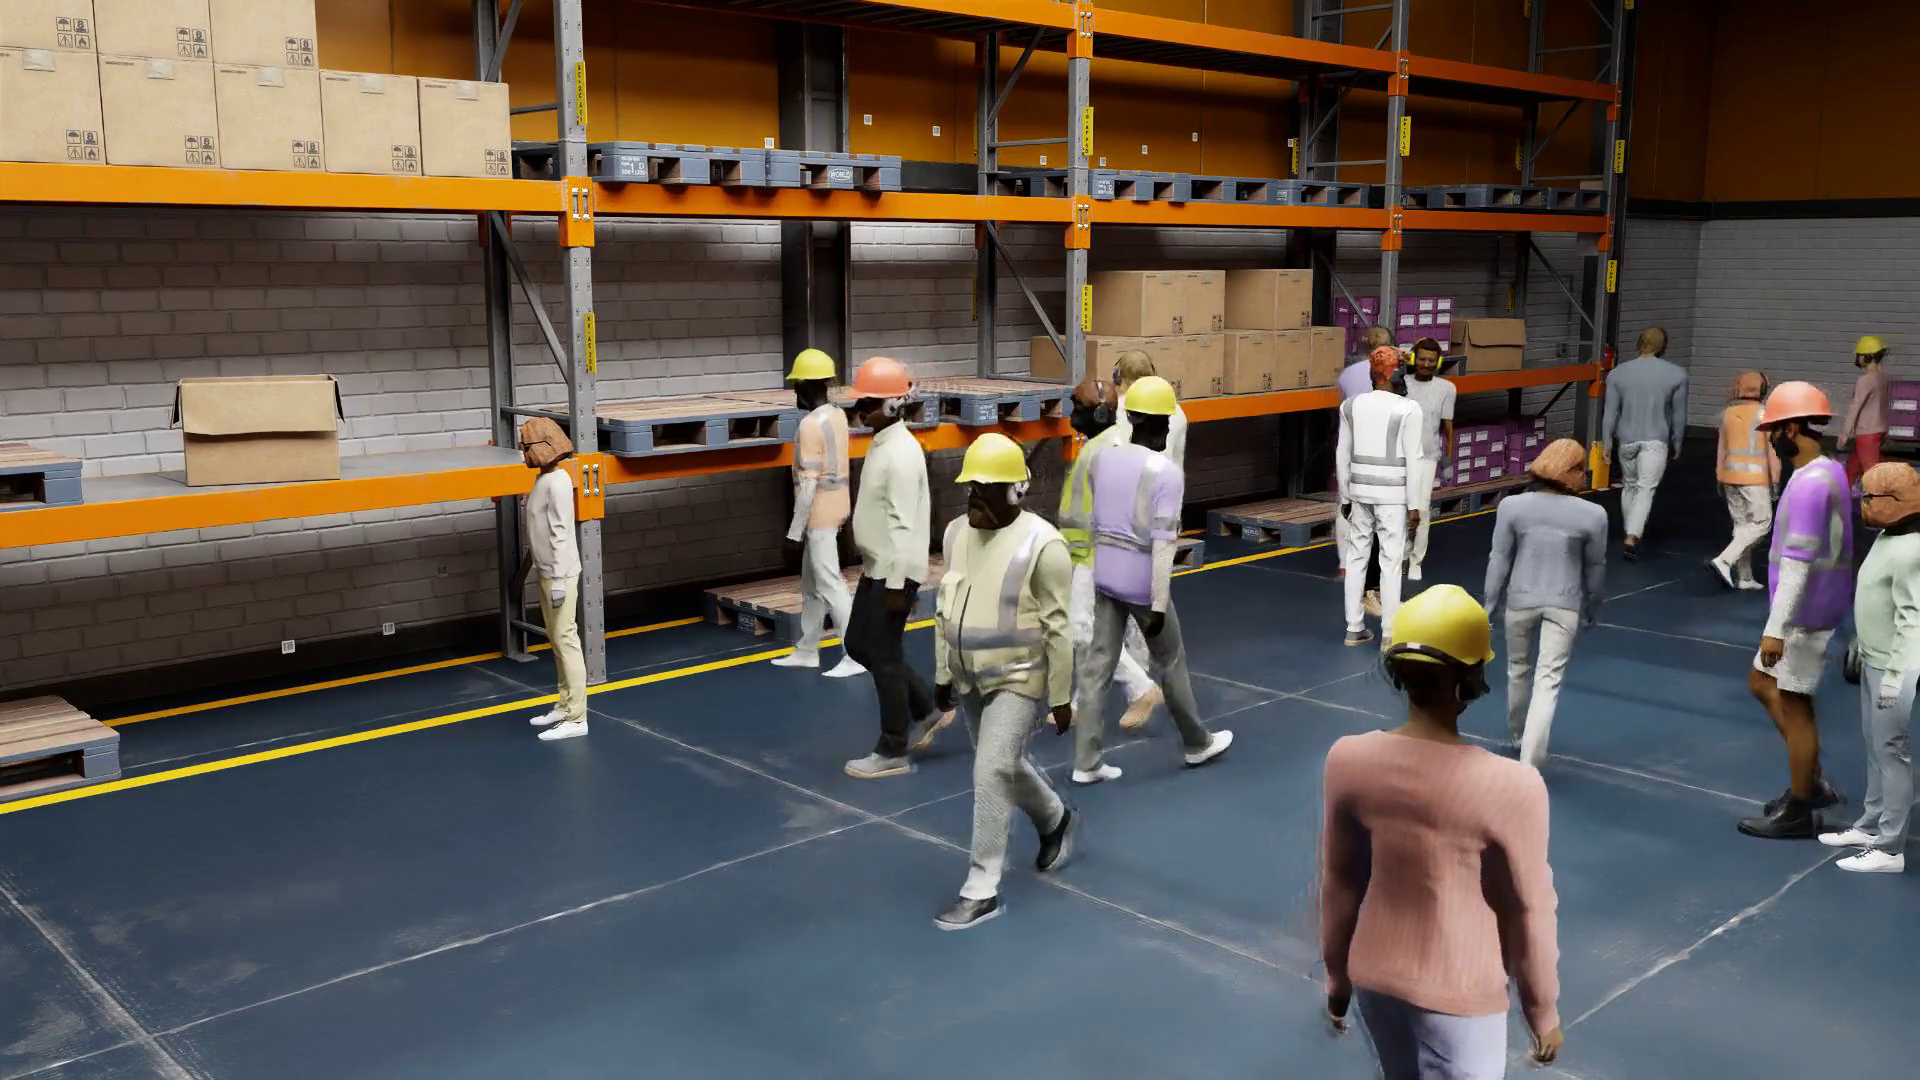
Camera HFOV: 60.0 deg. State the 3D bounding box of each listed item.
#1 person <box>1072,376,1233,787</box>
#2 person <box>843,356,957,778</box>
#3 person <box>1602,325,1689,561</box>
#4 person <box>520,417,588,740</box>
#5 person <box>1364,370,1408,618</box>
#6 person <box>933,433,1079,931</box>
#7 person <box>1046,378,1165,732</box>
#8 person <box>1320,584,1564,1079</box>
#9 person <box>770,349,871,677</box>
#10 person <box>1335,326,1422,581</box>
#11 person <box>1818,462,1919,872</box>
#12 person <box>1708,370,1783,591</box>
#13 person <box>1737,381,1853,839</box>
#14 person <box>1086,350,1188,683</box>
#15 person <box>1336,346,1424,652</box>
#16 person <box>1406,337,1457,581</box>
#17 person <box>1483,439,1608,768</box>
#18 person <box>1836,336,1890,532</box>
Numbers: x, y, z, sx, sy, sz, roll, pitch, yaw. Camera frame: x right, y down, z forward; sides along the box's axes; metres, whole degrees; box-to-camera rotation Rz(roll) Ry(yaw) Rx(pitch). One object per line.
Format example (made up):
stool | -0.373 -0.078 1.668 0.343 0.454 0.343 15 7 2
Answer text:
person | 0.876 0.182 7.752 0.965 1.879 0.603 -8 13 -40
person | -0.313 0.131 7.758 0.479 1.974 0.633 -2 10 -13
person | 5.511 -0.792 13.457 0.617 1.896 1.028 6 11 32
person | -2.064 0.191 8.436 0.270 1.627 0.503 -4 11 -24
person | 2.883 -0.330 11.270 0.318 1.700 0.535 6 11 30
person | 0.195 0.481 6.247 0.853 1.804 0.602 -9 13 -43
person | 0.729 0.092 8.459 0.520 1.833 0.646 1 10 4
person | 0.972 0.962 3.561 0.782 1.740 0.523 -8 13 -40
person | -0.821 -0.145 9.637 0.541 1.937 0.604 1 10 8
person | 3.193 -0.661 12.620 0.941 1.897 0.629 -8 13 -41
person | 3.656 0.502 6.591 0.282 1.633 0.498 3 10 18
person | 5.623 -0.413 11.980 0.520 1.616 0.544 -4 10 -22
person | 3.491 0.301 6.976 0.430 1.909 0.656 6 11 29
person | 0.985 -0.147 9.646 0.687 1.886 0.866 -4 11 -23
person | 2.596 -0.254 10.288 0.358 1.882 0.574 -9 13 -43
person | 3.440 -0.612 12.521 0.548 1.839 0.525 4 10 22
person | 2.736 0.317 7.806 0.524 1.584 0.837 5 11 27
person | 8.016 -0.950 14.851 0.535 1.718 0.879 -9 13 -43
